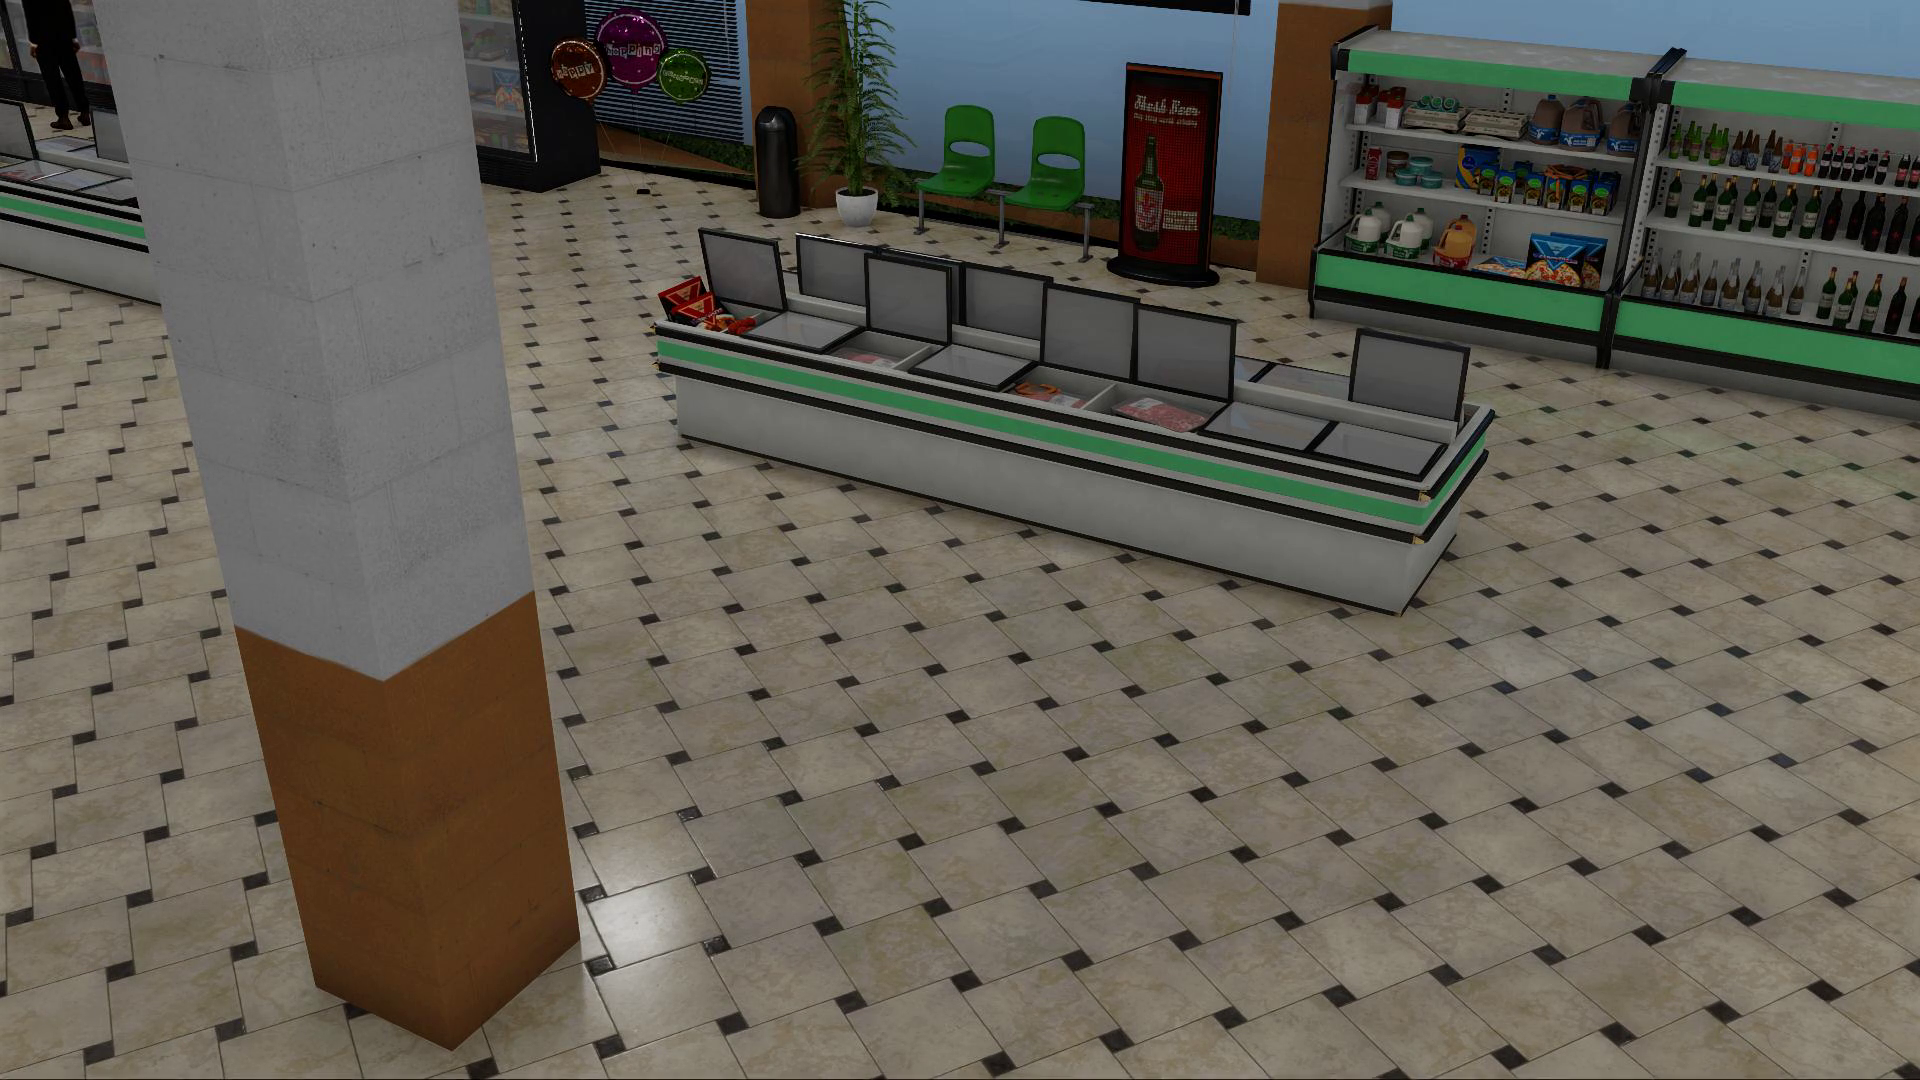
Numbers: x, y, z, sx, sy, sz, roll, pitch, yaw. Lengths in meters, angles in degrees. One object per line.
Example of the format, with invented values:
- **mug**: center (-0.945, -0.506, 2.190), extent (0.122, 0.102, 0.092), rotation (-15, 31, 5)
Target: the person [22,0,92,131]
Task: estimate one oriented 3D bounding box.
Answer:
- **person**: center (-10.005, -5.499, 18.356), extent (0.641, 1.853, 0.711), rotation (19, 32, 33)
